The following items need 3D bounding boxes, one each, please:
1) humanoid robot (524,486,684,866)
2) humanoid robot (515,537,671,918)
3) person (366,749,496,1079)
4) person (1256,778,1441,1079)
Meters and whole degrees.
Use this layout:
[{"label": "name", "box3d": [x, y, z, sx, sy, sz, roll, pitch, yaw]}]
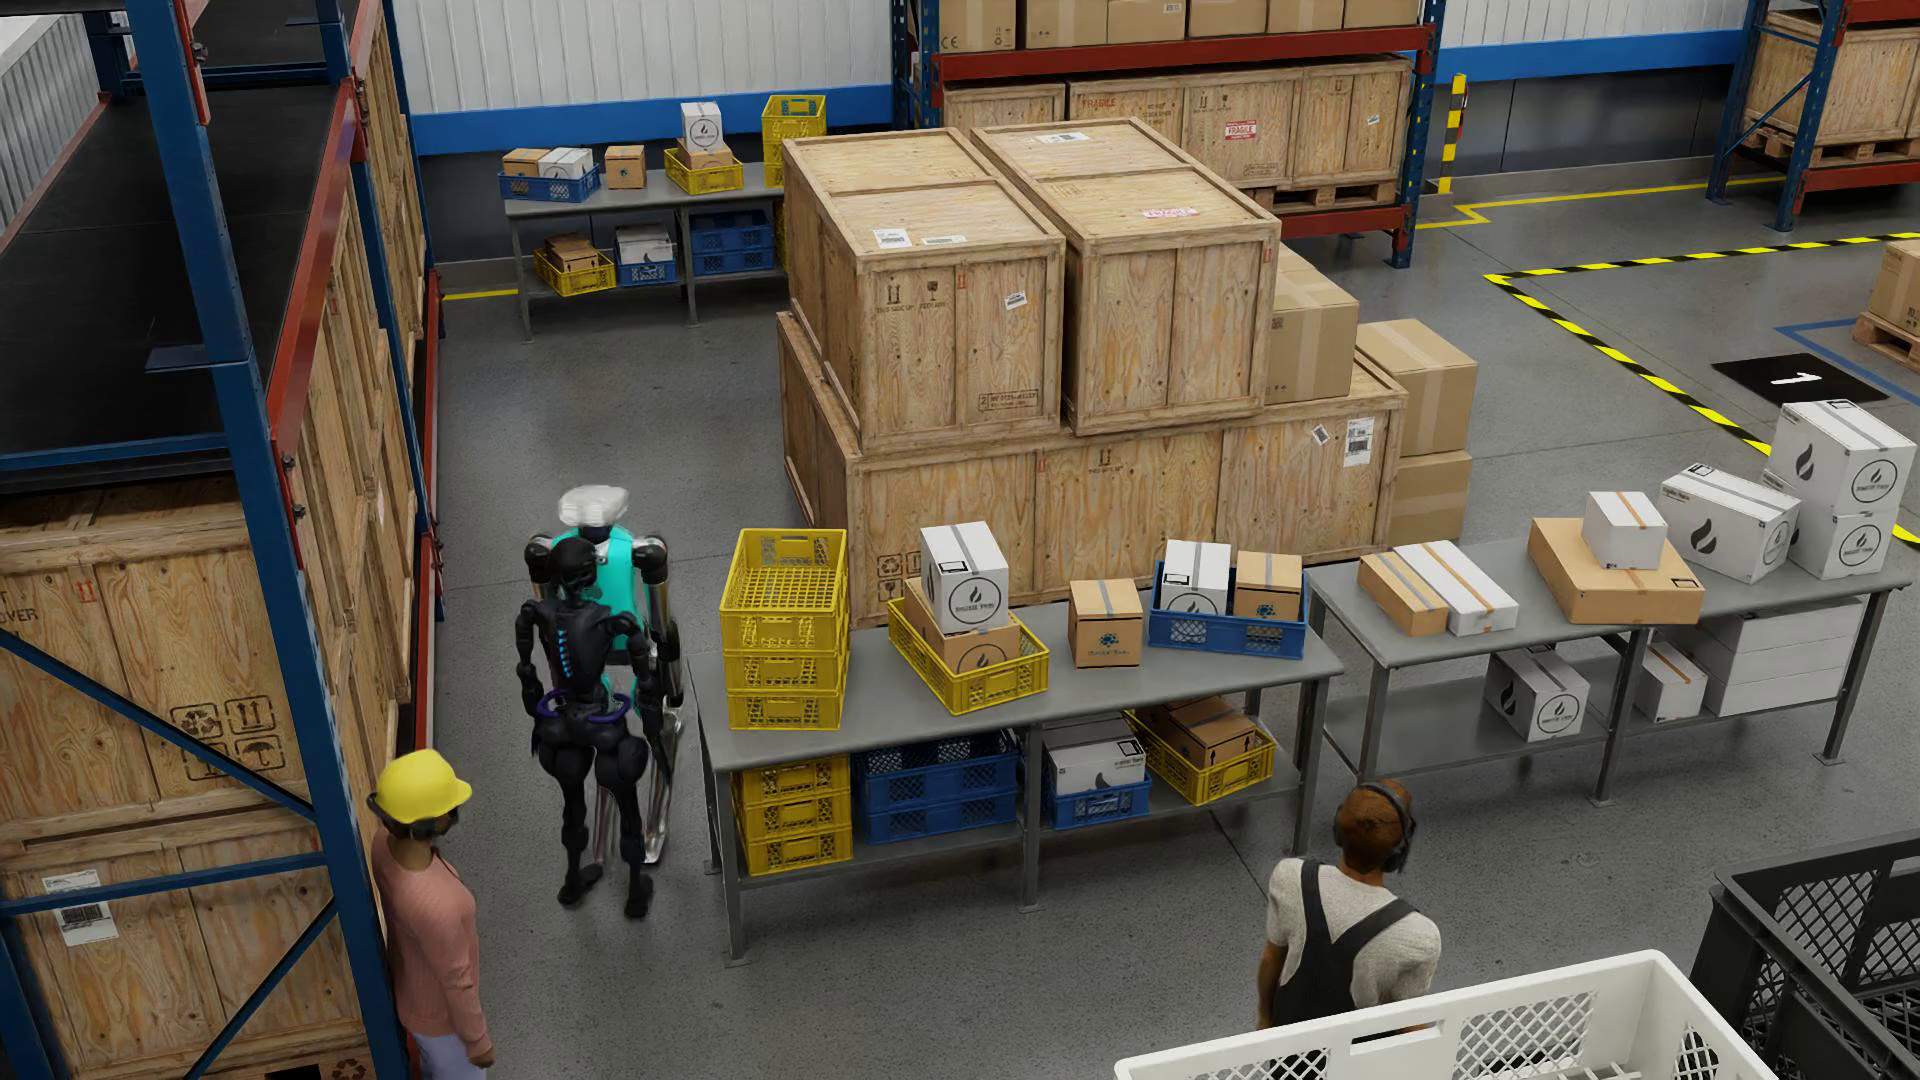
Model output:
[{"label": "humanoid robot", "box3d": [-1.329, 0.517, 6.650, 0.538, 1.798, 0.666, 1, 29, 2]}, {"label": "humanoid robot", "box3d": [-1.390, 0.730, 6.322, 0.594, 1.650, 0.329, 6, 29, 11]}, {"label": "person", "box3d": [-1.556, 1.381, 5.066, 0.338, 1.759, 0.527, -18, 34, -29]}, {"label": "person", "box3d": [1.084, 1.472, 4.826, 0.507, 1.838, 0.338, 19, 34, 31]}]
